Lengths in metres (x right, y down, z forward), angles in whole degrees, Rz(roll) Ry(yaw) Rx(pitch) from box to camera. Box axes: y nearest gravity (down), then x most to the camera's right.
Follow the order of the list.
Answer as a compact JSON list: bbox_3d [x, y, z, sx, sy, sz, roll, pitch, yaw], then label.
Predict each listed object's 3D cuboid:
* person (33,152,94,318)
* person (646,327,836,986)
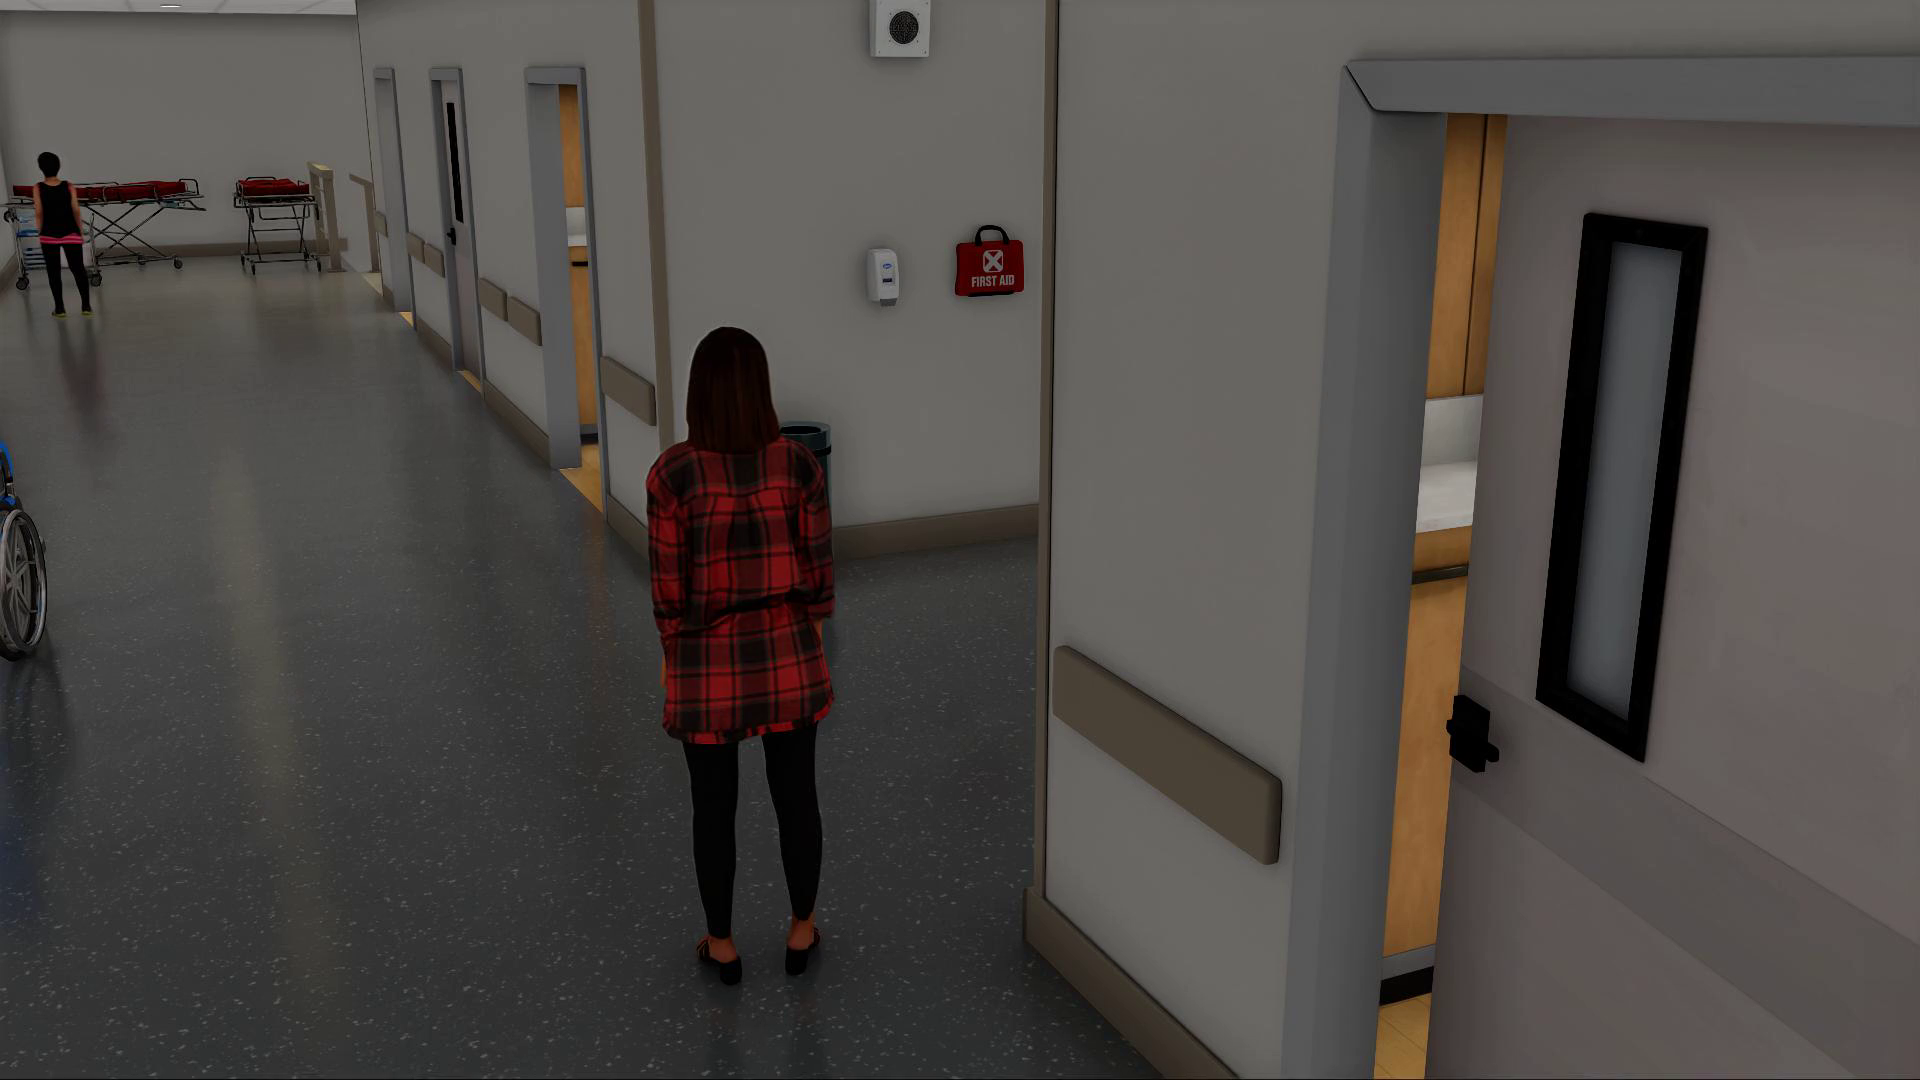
[{"bbox_3d":[-8.645,-2.935,15.969,0.579,1.552,0.552,-11,19,-34],"label":"person"},{"bbox_3d":[-0.542,0.305,4.196,0.654,1.703,0.617,-4,16,-12],"label":"person"}]
